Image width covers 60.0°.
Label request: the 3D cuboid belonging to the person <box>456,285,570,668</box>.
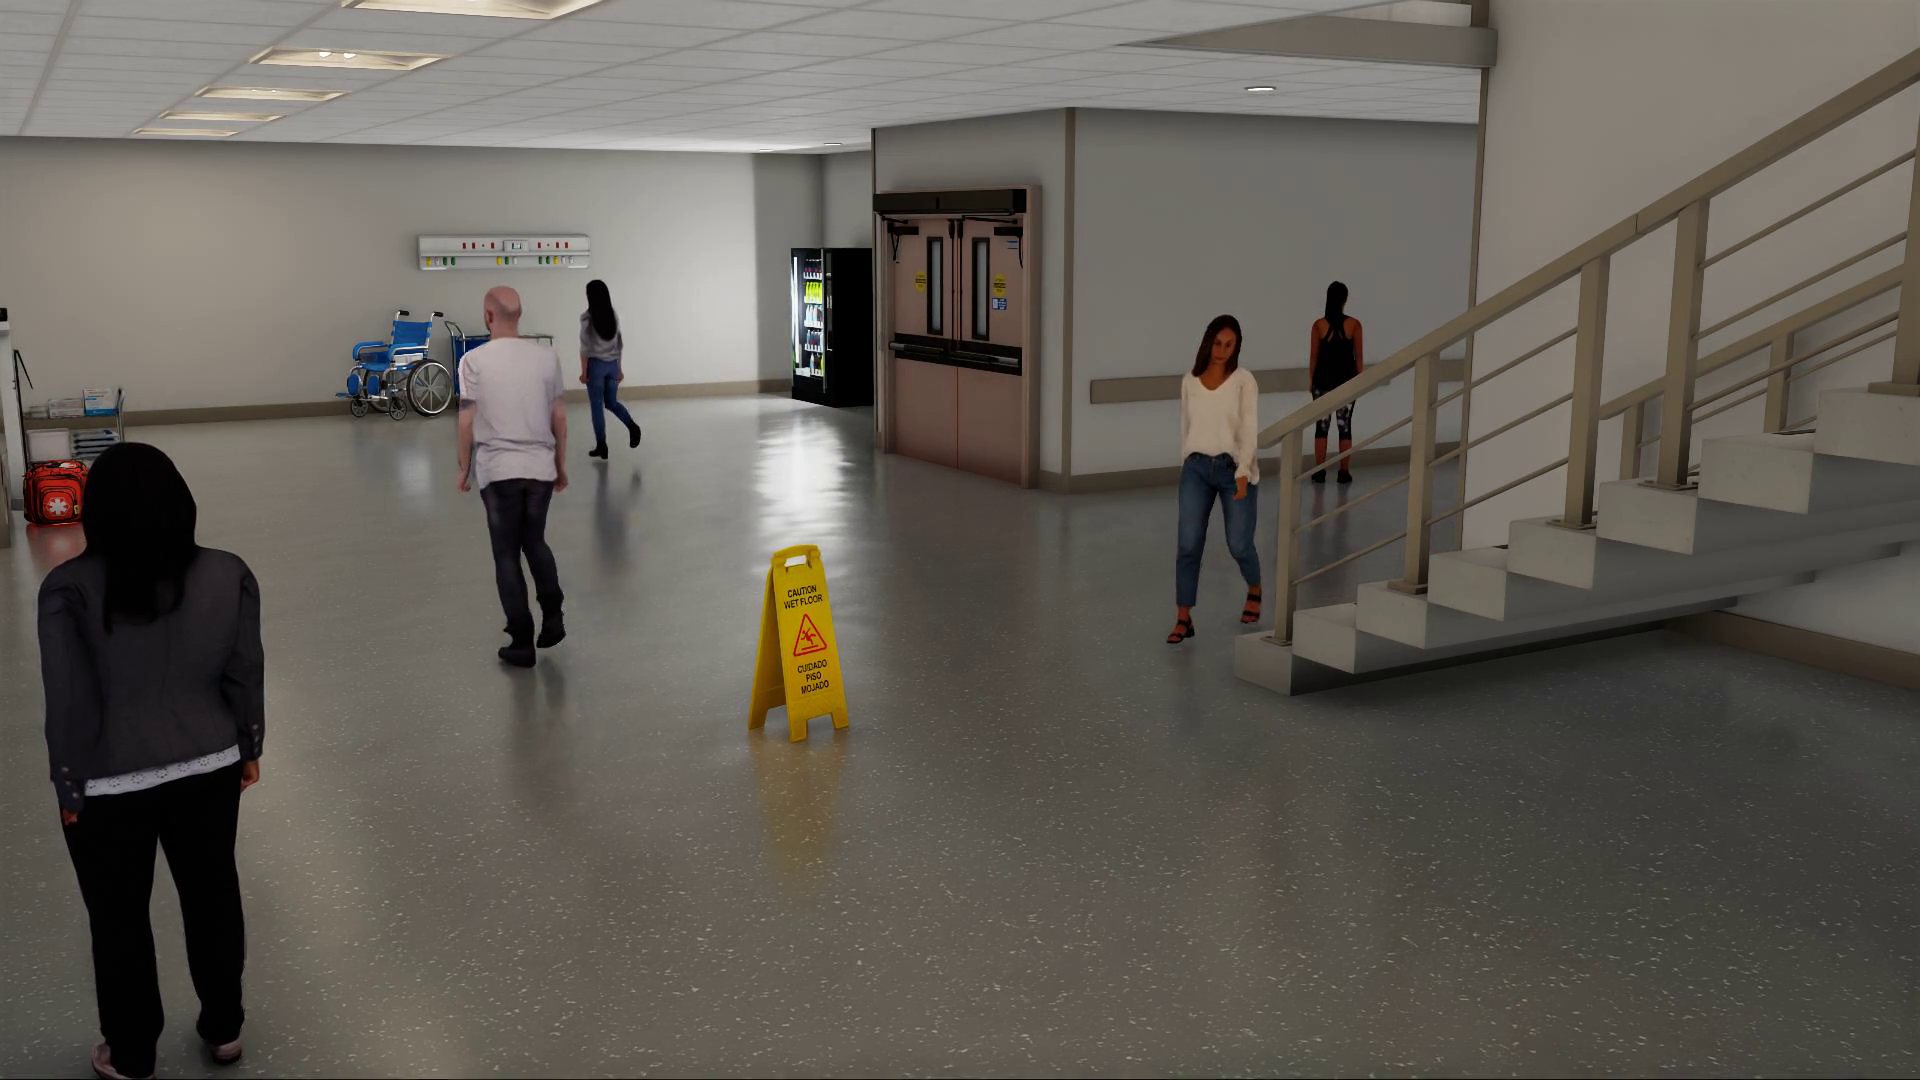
[{"bbox_3d":[-2.087,-0.288,7.950,0.720,1.816,0.718,-10,14,-42],"label":"person"}]

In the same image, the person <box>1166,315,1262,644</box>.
[{"bbox_3d":[1.374,-0.310,8.528,1.042,1.642,0.983,6,12,30],"label":"person"}]

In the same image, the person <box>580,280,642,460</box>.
[{"bbox_3d":[-3.166,-1.529,15.013,0.922,1.620,0.802,7,13,34],"label":"person"}]

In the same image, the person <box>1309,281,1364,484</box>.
[{"bbox_3d":[3.095,-1.307,13.732,0.651,1.661,0.700,2,11,12],"label":"person"}]

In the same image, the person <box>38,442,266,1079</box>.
[{"bbox_3d":[-1.985,0.554,4.093,0.743,1.598,0.740,10,15,44],"label":"person"}]
